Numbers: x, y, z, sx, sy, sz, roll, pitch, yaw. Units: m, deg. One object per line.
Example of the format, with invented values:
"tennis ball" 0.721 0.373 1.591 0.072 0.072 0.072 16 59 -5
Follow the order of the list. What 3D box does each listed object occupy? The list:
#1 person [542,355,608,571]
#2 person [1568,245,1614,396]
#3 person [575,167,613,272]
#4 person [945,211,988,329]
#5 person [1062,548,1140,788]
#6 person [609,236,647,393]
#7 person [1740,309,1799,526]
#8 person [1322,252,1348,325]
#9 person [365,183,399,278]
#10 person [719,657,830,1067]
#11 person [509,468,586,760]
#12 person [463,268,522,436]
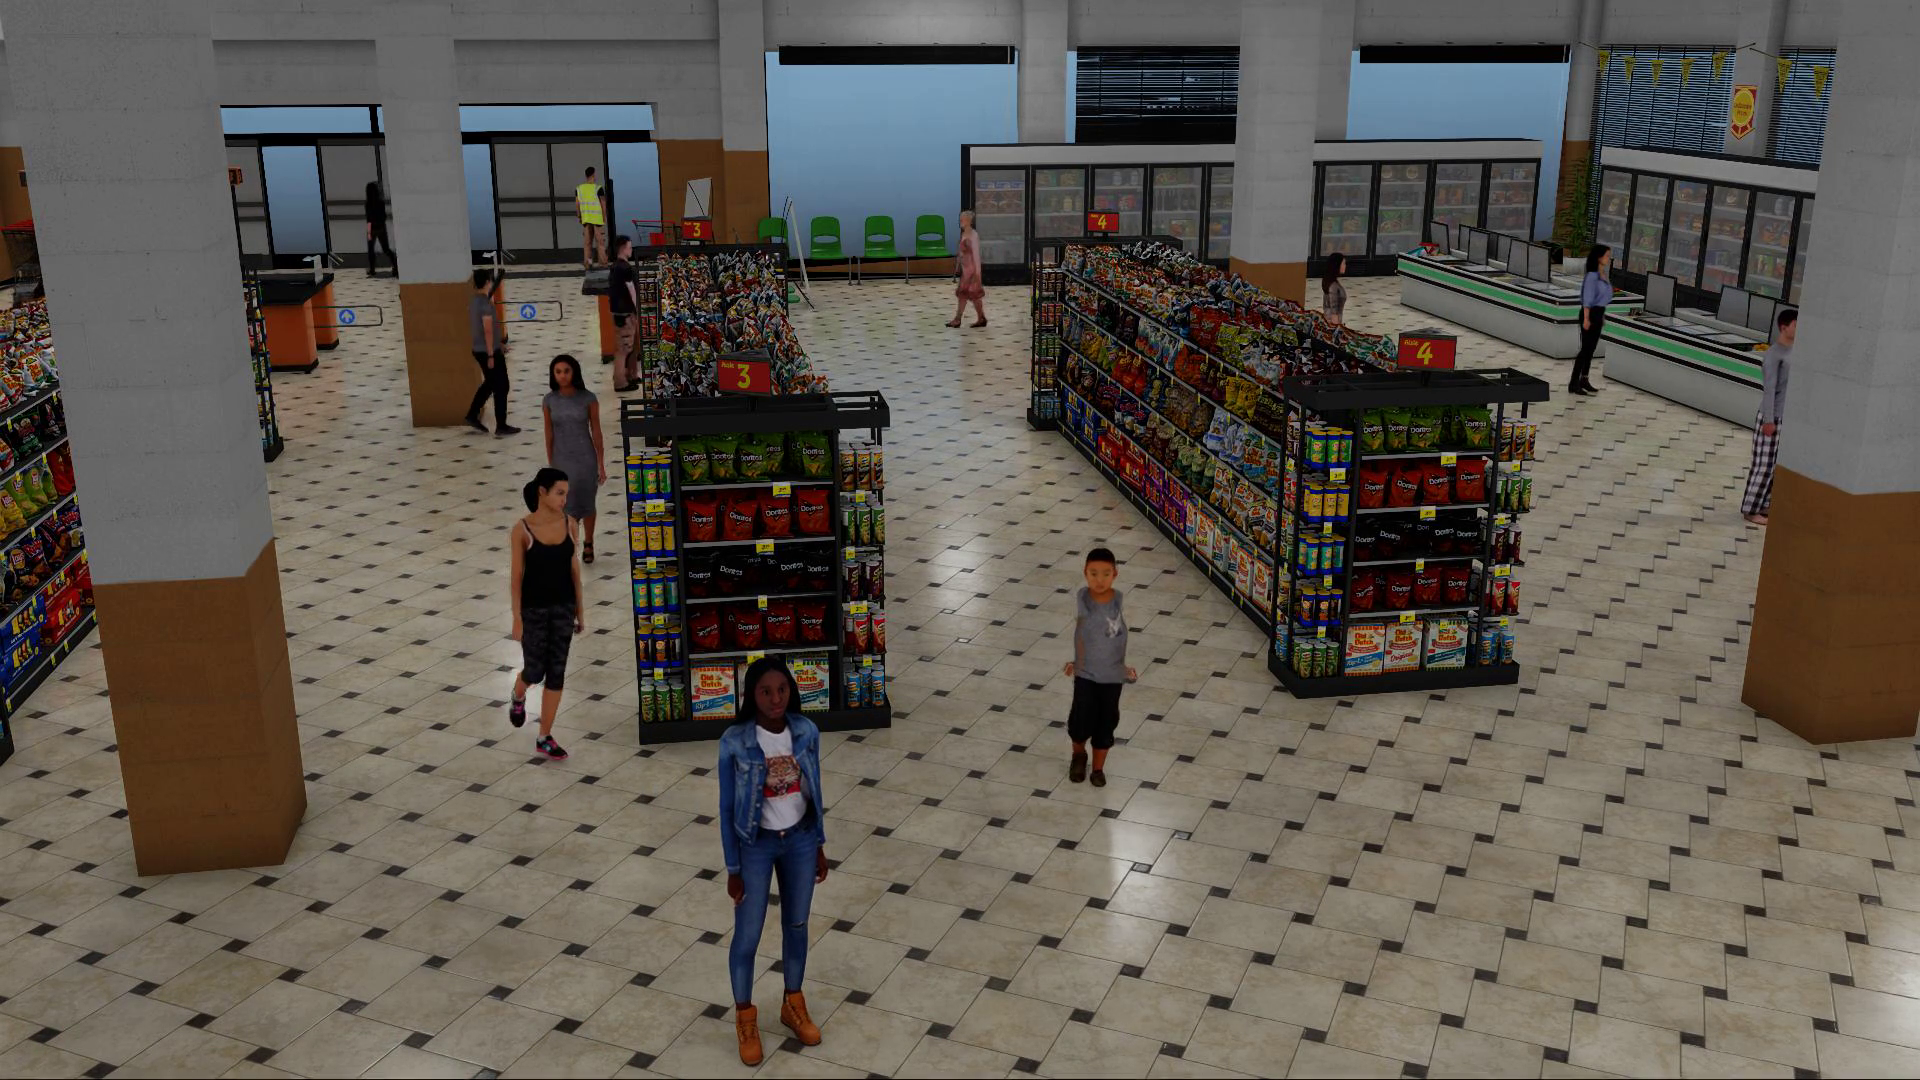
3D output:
"person" -2.941 -0.547 12.810 0.600 1.737 1.080 -3 17 -9
"person" 7.393 -2.589 19.520 0.762 1.747 0.732 14 22 39
"person" -6.534 -5.705 29.612 0.787 1.844 0.816 2 17 7
"person" 0.226 -3.852 23.814 0.764 1.668 0.877 -5 18 -18
"person" 0.770 0.665 9.317 0.574 1.449 0.621 -2 17 -5
"person" -4.034 -2.646 19.575 0.789 1.823 0.665 -6 18 -18
"person" 7.041 -1.074 14.357 0.699 1.848 0.687 -12 21 -35
"person" 4.201 -2.385 18.848 0.687 1.746 0.498 0 17 0
"person" -10.031 -5.332 28.789 1.117 1.610 1.023 13 21 37
"person" -0.768 1.286 6.817 0.659 1.712 0.617 -8 19 -26
"person" -2.442 0.413 9.714 0.814 1.700 0.951 -10 20 -31
"person" -5.036 -1.971 17.489 0.883 1.743 0.873 -9 19 -28
